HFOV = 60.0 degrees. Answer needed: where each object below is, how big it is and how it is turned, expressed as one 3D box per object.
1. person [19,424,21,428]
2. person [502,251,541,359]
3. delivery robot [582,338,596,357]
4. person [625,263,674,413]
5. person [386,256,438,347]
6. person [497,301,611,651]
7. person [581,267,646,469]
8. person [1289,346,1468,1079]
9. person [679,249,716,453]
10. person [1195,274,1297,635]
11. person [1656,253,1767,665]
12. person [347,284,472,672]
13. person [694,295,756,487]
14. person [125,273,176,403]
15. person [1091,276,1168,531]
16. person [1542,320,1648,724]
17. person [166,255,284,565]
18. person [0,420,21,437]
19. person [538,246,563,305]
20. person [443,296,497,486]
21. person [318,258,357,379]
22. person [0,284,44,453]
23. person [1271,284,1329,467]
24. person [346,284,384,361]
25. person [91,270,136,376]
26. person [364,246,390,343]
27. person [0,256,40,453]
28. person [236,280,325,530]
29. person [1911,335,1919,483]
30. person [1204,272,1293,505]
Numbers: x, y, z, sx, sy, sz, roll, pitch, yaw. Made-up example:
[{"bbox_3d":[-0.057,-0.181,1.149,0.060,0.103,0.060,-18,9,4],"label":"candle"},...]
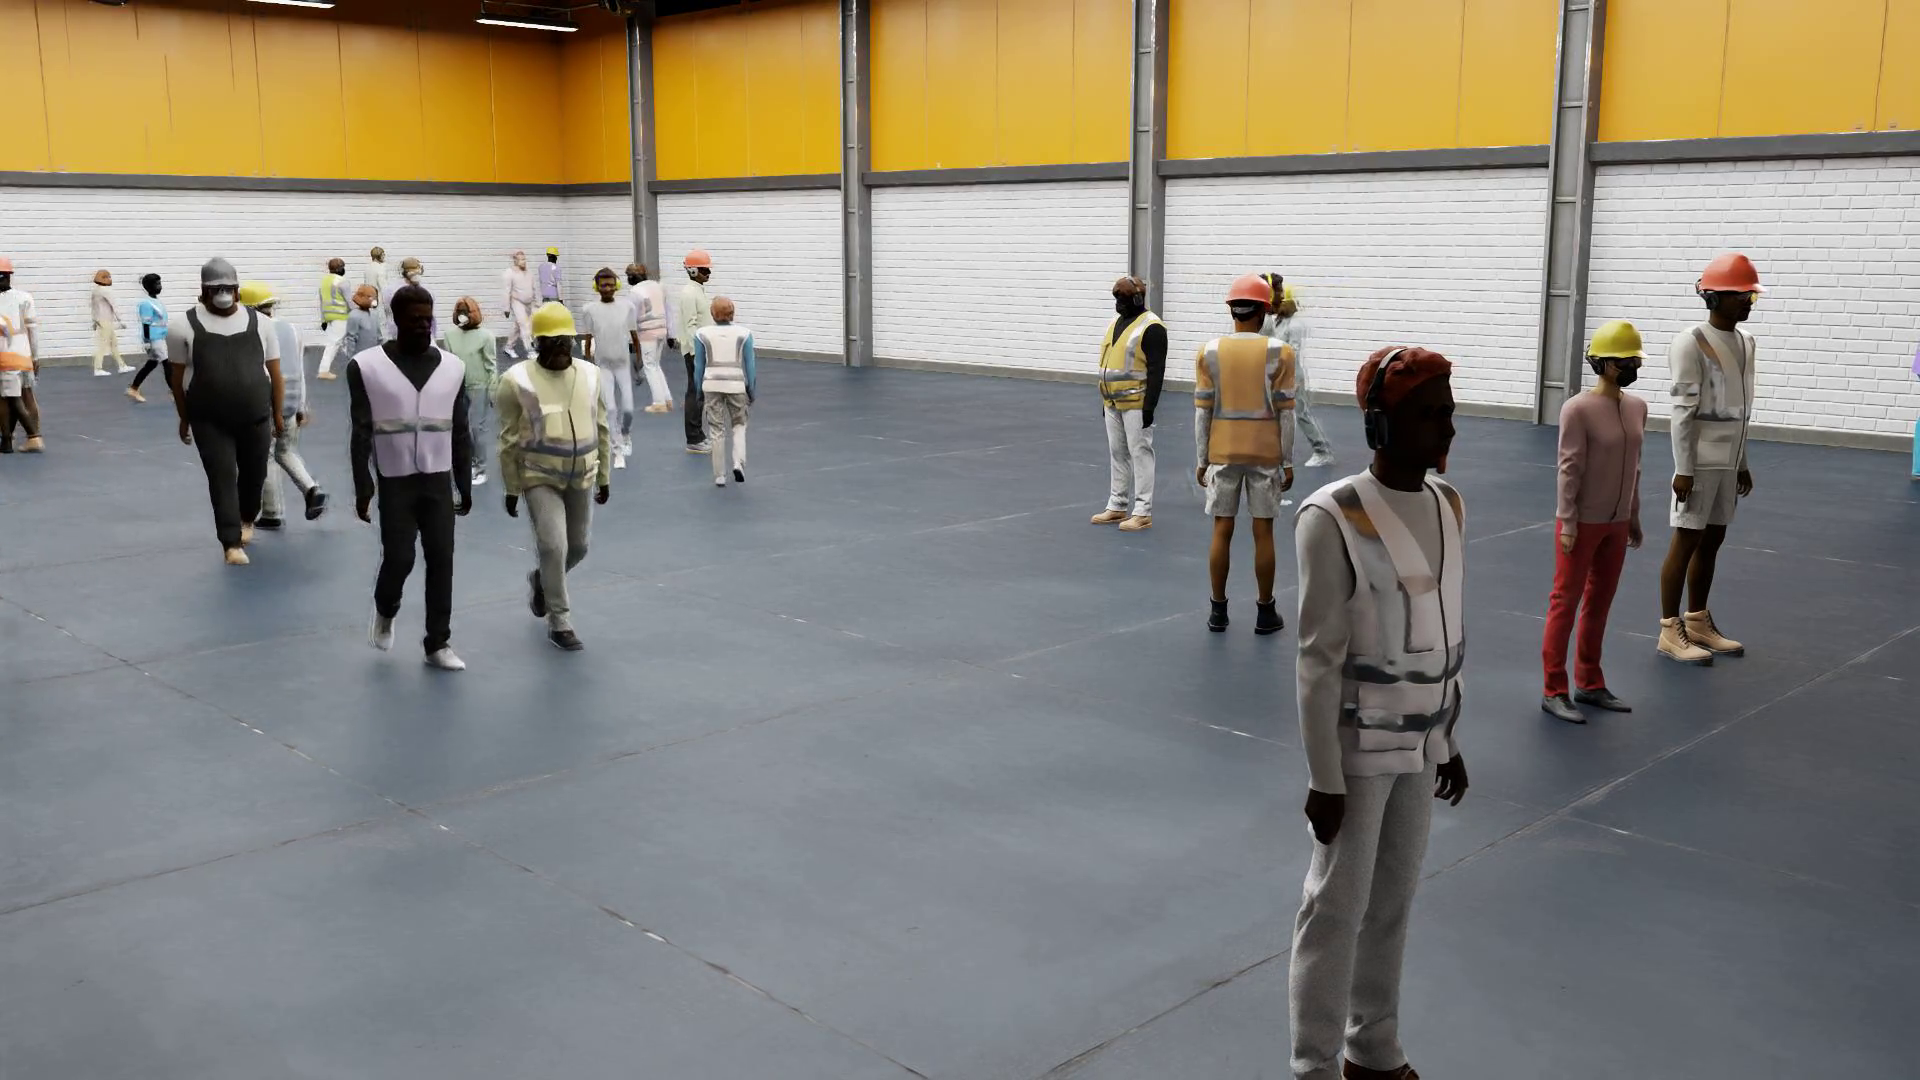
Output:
[{"bbox_3d":[-10.618,-2.142,18.170,0.452,1.917,0.651,-4,11,-21],"label":"person"},{"bbox_3d":[-7.622,-4.058,28.779,0.986,1.863,0.650,5,12,26],"label":"person"},{"bbox_3d":[-5.842,-3.149,27.096,0.707,0.478,0.477,10,14,40],"label":"delivery robot"},{"bbox_3d":[-3.749,-2.427,20.029,0.499,1.804,0.647,4,11,23],"label":"person"},{"bbox_3d":[-6.108,-2.186,18.448,0.700,1.909,0.664,7,12,32],"label":"person"},{"bbox_3d":[-2.159,-0.357,8.761,0.605,1.810,0.741,-9,13,-39],"label":"person"},{"bbox_3d":[-3.193,-1.592,15.351,0.564,1.843,0.583,-3,11,-14],"label":"person"},{"bbox_3d":[0.989,0.495,3.876,0.573,1.883,0.355,-10,14,-42],"label":"person"},{"bbox_3d":[-2.572,-1.855,16.382,0.382,1.993,0.622,0,10,0],"label":"person"},{"bbox_3d":[1.529,-0.453,8.925,0.543,1.927,0.375,3,11,18],"label":"person"},{"bbox_3d":[3.784,-0.404,8.340,0.605,2.044,0.374,-8,13,-36],"label":"person"},{"bbox_3d":[-2.702,-0.304,8.191,0.608,1.898,0.551,-9,13,-39],"label":"person"},{"bbox_3d":[-2.002,-1.264,14.179,0.521,1.627,0.362,-1,10,-7],"label":"person"},{"bbox_3d":[-10.246,-2.555,21.106,0.844,1.662,0.527,-2,11,-11],"label":"person"},{"bbox_3d":[1.225,-0.992,12.112,0.429,1.839,0.623,-6,12,-30],"label":"person"},{"bbox_3d":[2.833,-0.084,7.349,0.525,1.769,0.327,-6,12,-30],"label":"person"},{"bbox_3d":[-4.858,-0.899,11.049,0.687,2.000,0.889,-7,12,-33],"label":"person"},{"bbox_3d":[-10.128,-2.051,17.504,0.485,1.976,0.620,0,10,1],"label":"person"},{"bbox_3d":[-7.978,-4.781,32.552,0.582,1.919,0.388,6,12,31],"label":"person"},{"bbox_3d":[-4.193,-1.282,14.277,0.517,1.616,0.394,3,11,15],"label":"person"},{"bbox_3d":[-9.276,-3.307,24.882,0.627,1.796,0.976,9,14,41],"label":"person"},{"bbox_3d":[-9.371,-1.688,16.361,0.716,1.667,0.547,2,11,9],"label":"person"},{"bbox_3d":[3.030,-1.498,15.272,0.878,1.692,0.496,-4,11,-19],"label":"person"},{"bbox_3d":[-6.298,-1.905,17.669,0.414,1.614,0.510,1,10,7],"label":"person"},{"bbox_3d":[-12.986,-3.326,25.485,0.508,1.603,0.783,8,13,39],"label":"person"},{"bbox_3d":[-9.959,-4.052,28.519,0.638,1.938,0.357,10,14,44],"label":"person"},{"bbox_3d":[-9.364,-1.818,16.348,0.547,1.934,0.376,-8,13,-36],"label":"person"},{"bbox_3d":[-4.941,-0.960,11.981,0.501,1.816,0.608,5,12,25],"label":"person"},{"bbox_3d":[8.441,-1.410,14.353,0.389,1.850,0.566,9,14,41],"label":"person"},{"bbox_3d":[2.284,-1.165,13.043,0.651,1.854,0.521,0,10,1],"label":"person"}]
